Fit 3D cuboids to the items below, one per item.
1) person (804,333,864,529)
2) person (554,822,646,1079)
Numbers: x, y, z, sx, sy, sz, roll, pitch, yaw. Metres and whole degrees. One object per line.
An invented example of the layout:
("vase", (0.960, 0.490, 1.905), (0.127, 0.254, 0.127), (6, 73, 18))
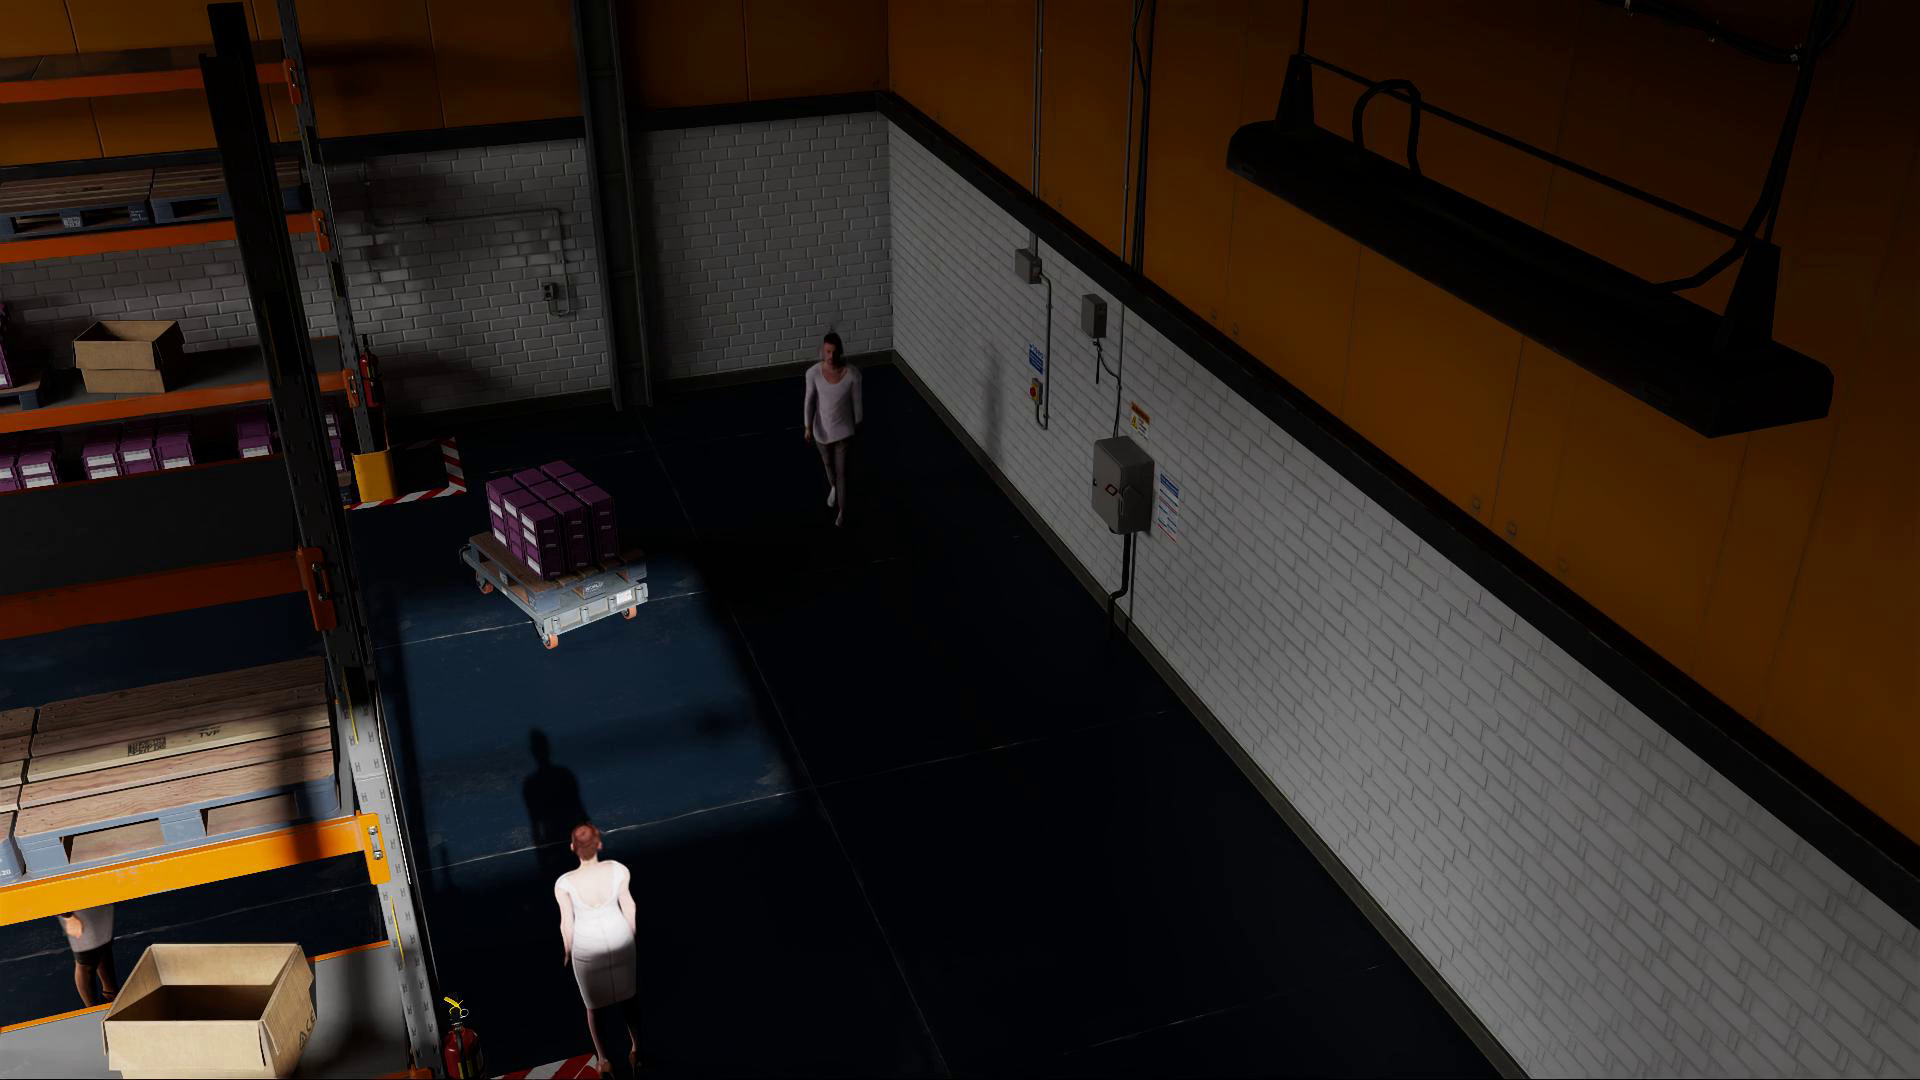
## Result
("person", (-1.155, -1.057, 15.205), (1.173, 1.789, 1.055), (3, 29, 5))
("person", (-1.965, 2.260, 9.119), (0.428, 1.793, 0.638), (-11, 30, -19))
